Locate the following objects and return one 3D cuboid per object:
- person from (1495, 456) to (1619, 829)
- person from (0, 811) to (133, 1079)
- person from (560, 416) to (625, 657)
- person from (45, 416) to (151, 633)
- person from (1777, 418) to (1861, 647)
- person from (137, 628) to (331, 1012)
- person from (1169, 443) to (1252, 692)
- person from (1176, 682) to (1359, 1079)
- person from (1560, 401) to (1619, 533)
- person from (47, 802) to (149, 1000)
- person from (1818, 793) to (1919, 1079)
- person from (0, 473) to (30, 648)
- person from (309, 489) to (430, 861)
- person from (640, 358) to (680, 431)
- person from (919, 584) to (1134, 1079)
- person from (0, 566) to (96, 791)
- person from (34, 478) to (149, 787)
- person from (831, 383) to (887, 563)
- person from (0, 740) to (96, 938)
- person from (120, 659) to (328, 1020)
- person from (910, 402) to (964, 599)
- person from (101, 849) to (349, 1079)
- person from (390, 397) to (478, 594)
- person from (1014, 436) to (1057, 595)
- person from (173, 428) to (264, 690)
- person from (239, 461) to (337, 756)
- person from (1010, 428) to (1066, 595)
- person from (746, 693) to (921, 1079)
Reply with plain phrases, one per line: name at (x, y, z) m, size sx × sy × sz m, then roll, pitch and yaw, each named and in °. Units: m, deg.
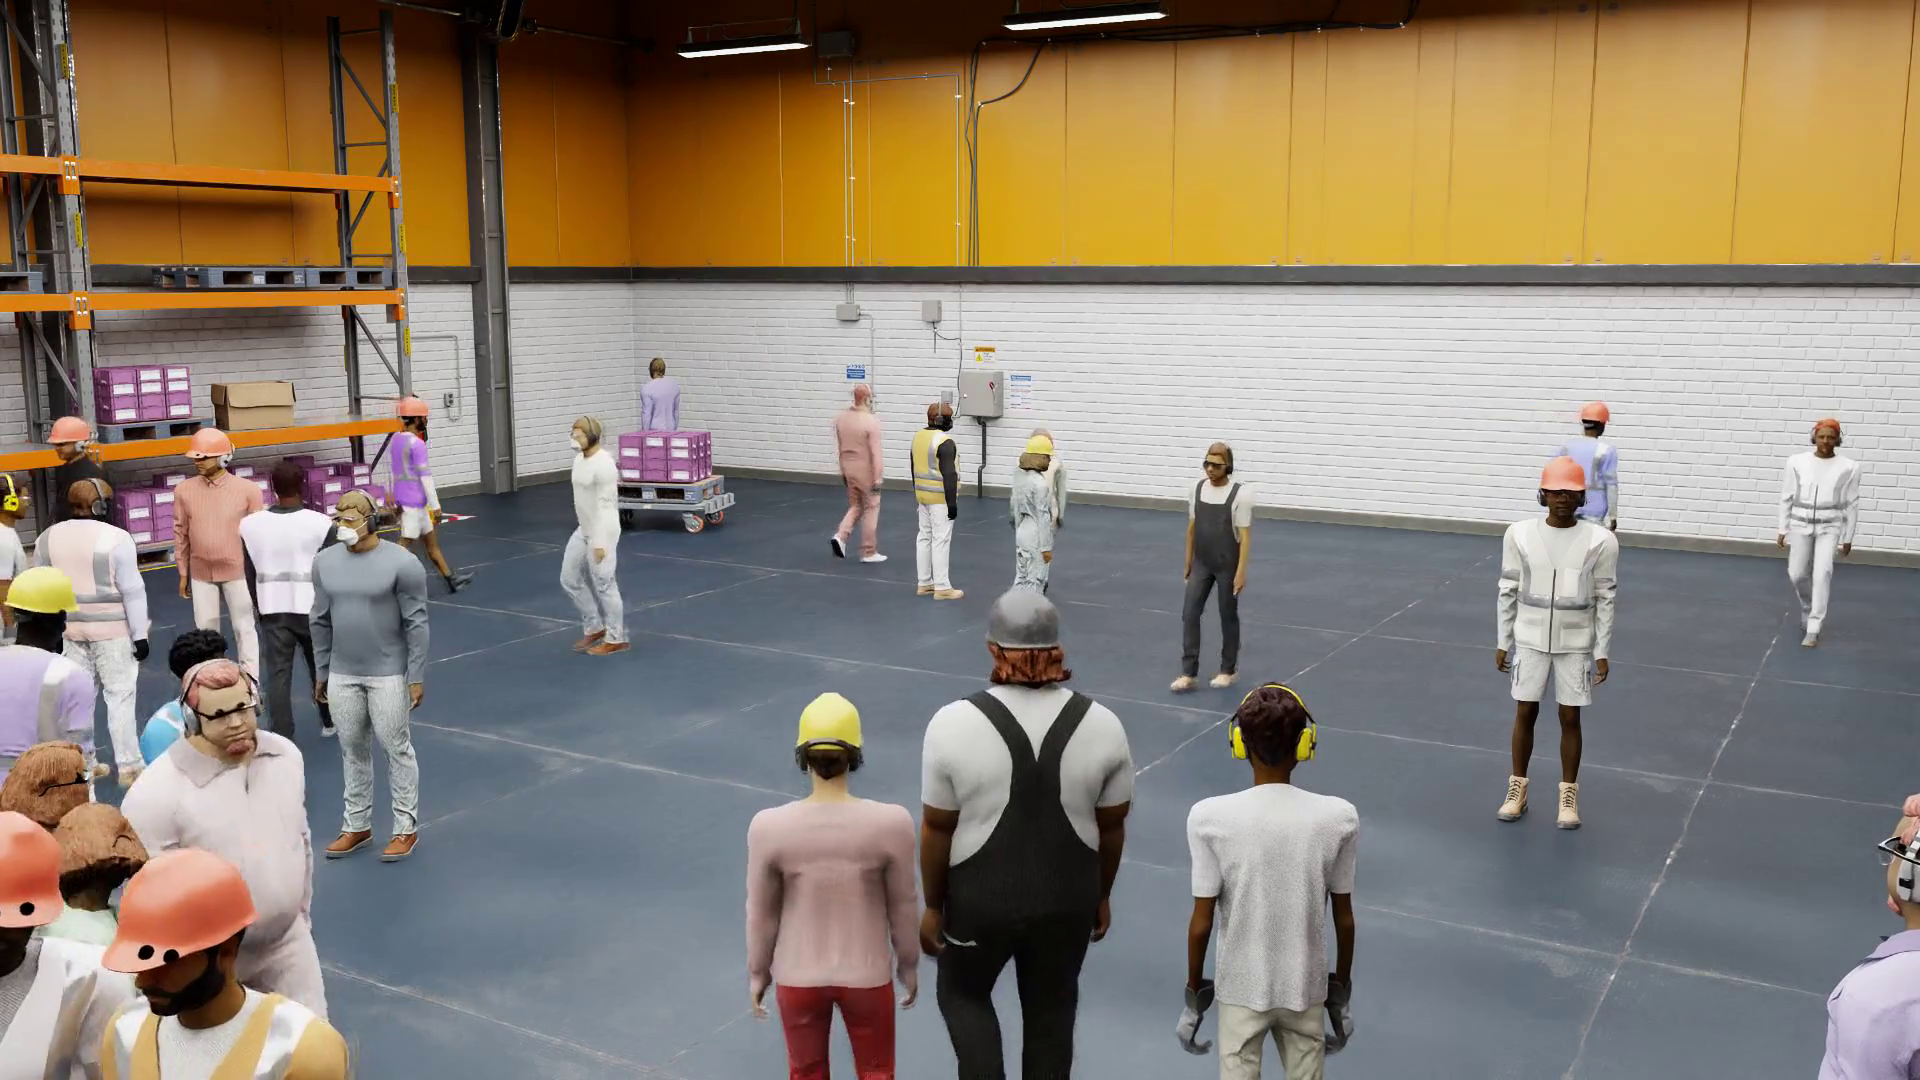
person at (3.252, 0.557, 9.120) m, size 0.612 × 2.048 × 0.363 m, roll 4°, pitch 10°, yaw 25°
person at (-2.123, 1.488, 3.771) m, size 0.578 × 1.915 × 0.639 m, roll -2°, pitch 9°, yaw -12°
person at (-2.913, -0.020, 13.117) m, size 0.539 × 1.918 × 0.665 m, roll -6°, pitch 11°, yaw -34°
person at (-6.561, 0.041, 12.550) m, size 0.630 × 1.975 × 0.756 m, roll 8°, pitch 12°, yaw 42°
person at (7.093, -0.089, 13.733) m, size 0.575 × 1.863 × 0.774 m, roll 7°, pitch 11°, yaw 37°
person at (-3.050, 1.155, 6.657) m, size 0.912 × 1.644 × 0.522 m, roll 3°, pitch 10°, yaw 19°
person at (1.790, 0.214, 11.972) m, size 0.548 × 1.816 × 0.779 m, roll 6°, pitch 11°, yaw 35°
person at (0.890, 1.334, 4.849) m, size 0.521 × 1.865 × 0.335 m, roll 0°, pitch 9°, yaw 0°
person at (5.571, -0.288, 14.852) m, size 0.873 × 1.908 × 0.552 m, roll -6°, pitch 11°, yaw -34°
person at (-2.388, 1.521, 4.459) m, size 0.579 × 1.621 × 0.642 m, roll -4°, pitch 10°, yaw -21°
person at (2.116, 1.494, 3.713) m, size 0.643 × 1.909 × 0.410 m, roll -4°, pitch 10°, yaw -25°
person at (-5.811, 0.518, 10.032) m, size 0.825 × 1.839 × 0.529 m, roll -8°, pitch 12°, yaw -41°
person at (-3.055, 0.695, 8.599) m, size 0.637 × 1.938 × 0.357 m, roll 2°, pitch 9°, yaw 11°
person at (-3.930, -1.411, 21.748) m, size 0.371 × 1.940 × 0.630 m, roll 7°, pitch 11°, yaw 36°
person at (0.198, 1.139, 5.513) m, size 0.711 × 2.000 × 0.536 m, roll -2°, pitch 9°, yaw -11°
person at (-3.711, 1.044, 6.642) m, size 0.581 × 1.885 × 0.990 m, roll 0°, pitch 9°, yaw 2°
person at (-5.080, 0.547, 9.830) m, size 0.637 × 1.840 × 0.429 m, roll 1°, pitch 9°, yaw 8°
person at (-1.027, -0.686, 17.345) m, size 0.518 × 1.895 × 0.663 m, roll -9°, pitch 13°, yaw -44°
person at (-2.723, 1.410, 5.089) m, size 0.286 × 1.633 × 0.500 m, roll -8°, pitch 12°, yaw -40°
person at (-2.276, 1.277, 5.259) m, size 0.982 × 1.857 × 0.651 m, roll 6°, pitch 11°, yaw 31°
person at (-0.204, -0.371, 15.563) m, size 0.429 × 1.839 × 0.633 m, roll -6°, pitch 11°, yaw -32°
person at (-1.543, 1.543, 3.484) m, size 0.558 × 1.892 × 0.917 m, roll 3°, pitch 10°, yaw 18°
person at (-4.948, -0.372, 15.403) m, size 0.957 × 1.888 × 0.571 m, roll -7°, pitch 11°, yaw -37°
person at (0.613, 0.031, 13.370) m, size 0.313 × 1.738 × 0.483 m, roll -4°, pitch 10°, yaw -21°
person at (-5.063, 0.221, 11.399) m, size 0.613 × 1.991 × 0.392 m, roll 0°, pitch 9°, yaw -2°
person at (-4.191, 0.429, 10.507) m, size 0.595 × 1.858 × 1.032 m, roll -1°, pitch 9°, yaw -8°
person at (0.738, -0.211, 15.223) m, size 0.523 × 1.621 × 0.620 m, roll -3°, pitch 10°, yaw -18°
person at (-0.390, 1.338, 5.153) m, size 0.542 × 1.750 × 0.468 m, roll 0°, pitch 9°, yaw -3°
